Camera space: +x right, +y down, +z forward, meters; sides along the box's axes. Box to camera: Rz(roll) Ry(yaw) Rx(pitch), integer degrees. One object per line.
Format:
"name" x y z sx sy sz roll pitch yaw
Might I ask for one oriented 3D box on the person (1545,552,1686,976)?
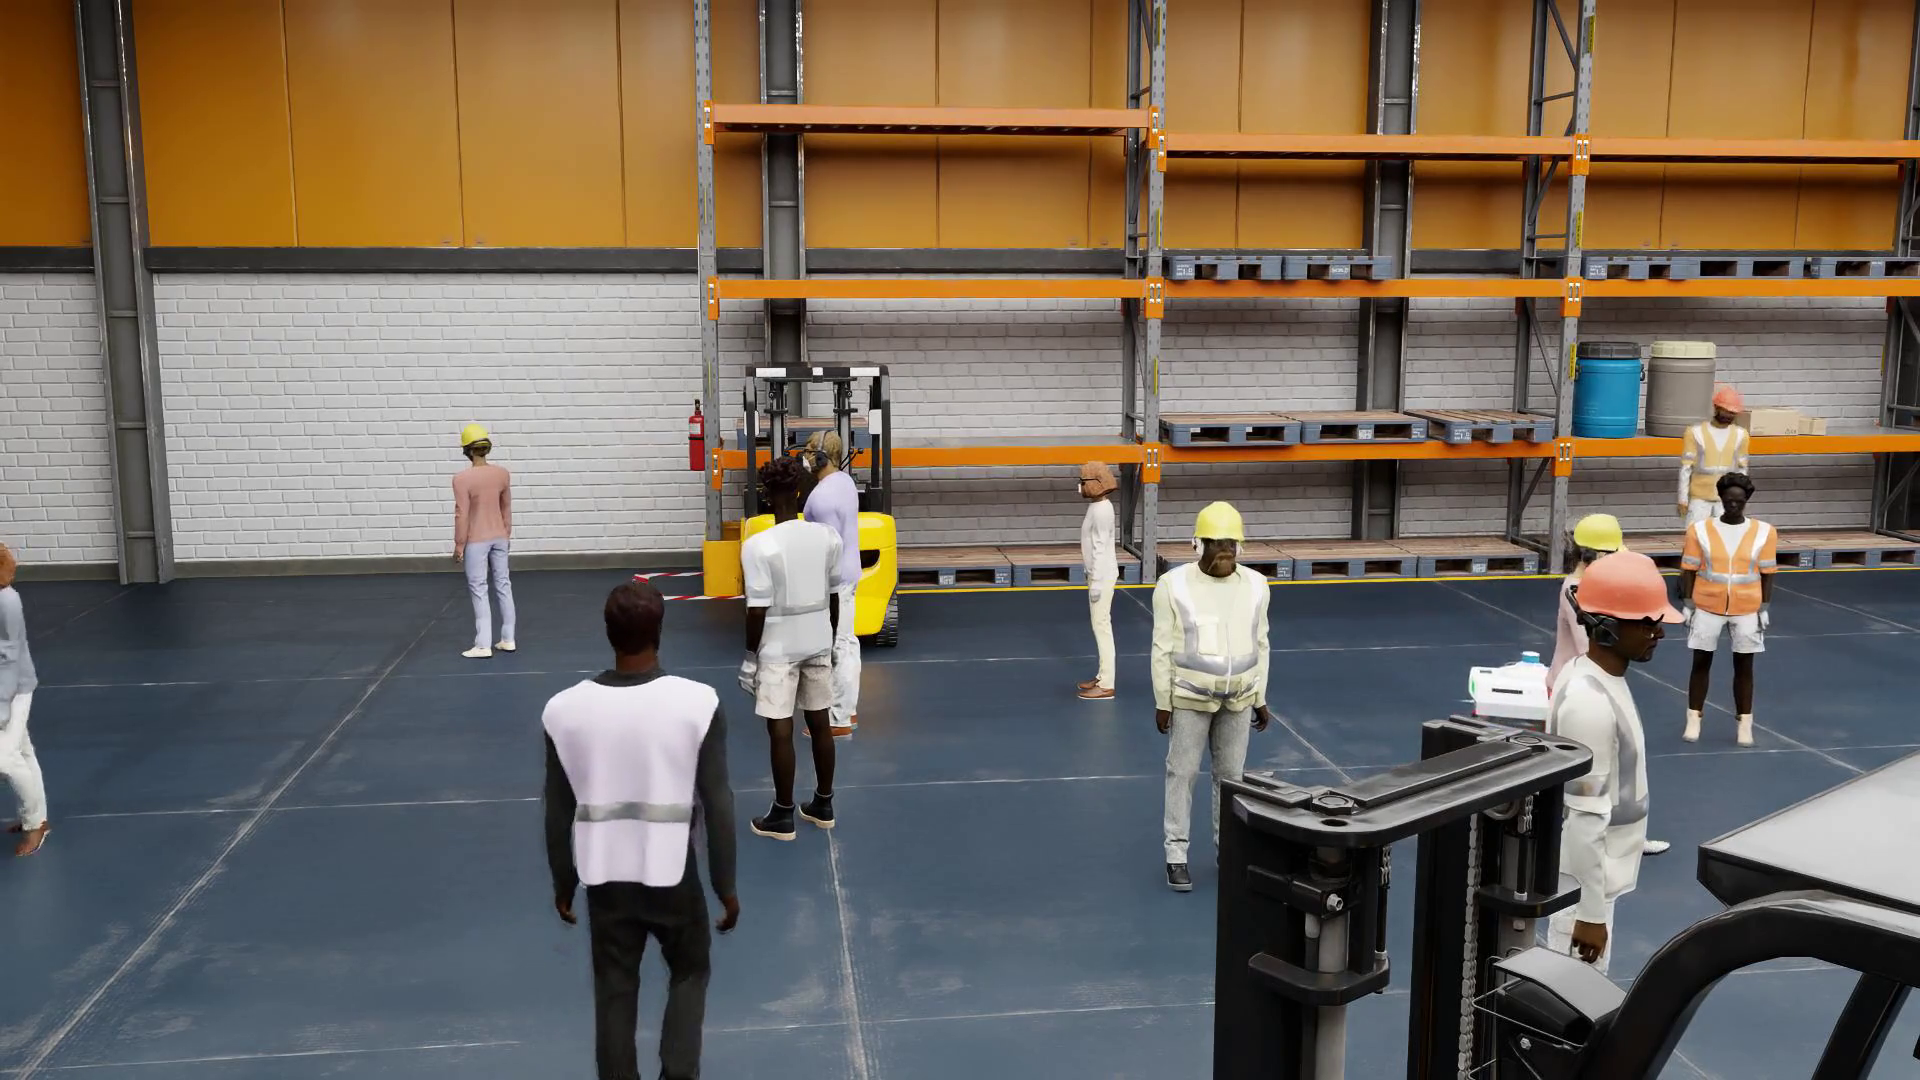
"person" 2.005 1.042 5.214 0.391 2.041 0.615 3 10 21

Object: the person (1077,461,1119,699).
"person" 0.937 0.270 11.336 0.280 1.624 0.493 0 9 0

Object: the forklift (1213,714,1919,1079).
"forklift" 1.441 1.425 2.350 1.214 2.155 2.313 -7 12 -39

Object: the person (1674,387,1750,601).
"person" 6.577 -0.368 14.497 0.584 1.913 0.457 1 9 6

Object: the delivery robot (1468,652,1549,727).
"delivery robot" 3.500 0.932 10.237 0.707 0.478 0.477 3 10 20

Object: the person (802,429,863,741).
"person" -0.800 0.279 10.298 0.378 1.940 0.628 2 9 10

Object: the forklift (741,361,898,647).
"forklift" -1.154 -0.340 13.365 1.214 2.155 2.313 -1 9 -7

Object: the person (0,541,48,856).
"person" -4.782 0.759 8.316 0.305 1.615 0.615 -8 12 -40

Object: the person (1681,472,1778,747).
"person" 4.693 0.419 10.187 0.533 1.693 0.317 4 10 22

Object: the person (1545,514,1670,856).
"person" 3.078 0.736 8.063 0.742 1.729 0.549 4 10 22

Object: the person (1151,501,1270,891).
"person" 1.186 0.728 7.816 0.587 1.837 0.404 -2 9 -13

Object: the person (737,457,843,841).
"person" -0.868 0.553 8.520 0.600 1.959 0.376 -8 12 -41

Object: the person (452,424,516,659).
"person" -3.602 0.009 12.523 0.327 1.765 0.531 6 11 34

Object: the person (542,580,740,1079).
"person" -1.030 1.087 5.356 0.636 1.902 0.440 0 9 2
